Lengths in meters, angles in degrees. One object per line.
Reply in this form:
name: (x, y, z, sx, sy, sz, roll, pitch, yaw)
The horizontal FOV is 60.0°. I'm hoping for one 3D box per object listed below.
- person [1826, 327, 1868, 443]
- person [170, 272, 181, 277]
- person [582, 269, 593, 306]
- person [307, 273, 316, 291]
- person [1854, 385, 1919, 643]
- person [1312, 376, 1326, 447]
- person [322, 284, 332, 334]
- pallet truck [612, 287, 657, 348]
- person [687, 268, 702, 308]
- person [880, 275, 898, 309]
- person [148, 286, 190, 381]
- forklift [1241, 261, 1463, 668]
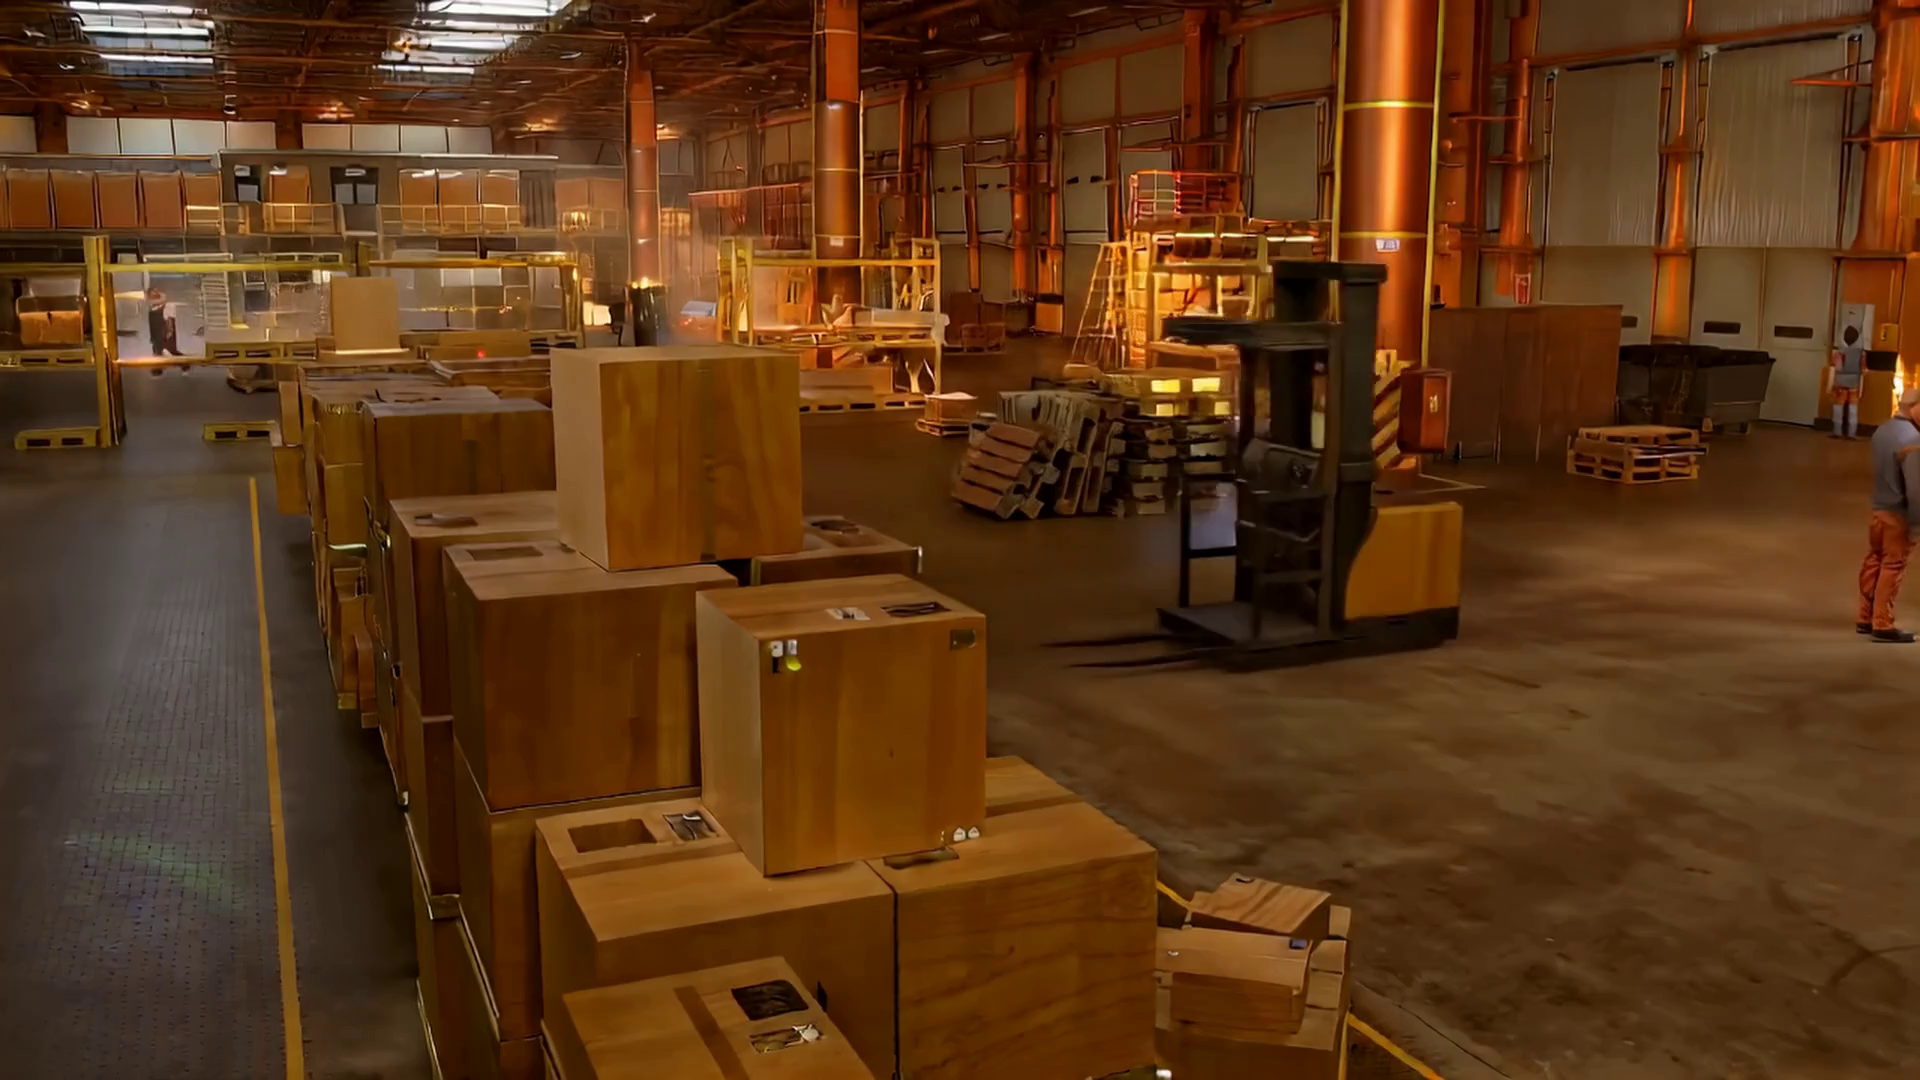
person: (13.058, -2.276, 24.494, 0.541, 1.696, 0.315, -1, 10, -5)
person: (-24.684, -7.517, 52.678, 0.975, 1.964, 0.620, -6, 12, -32)
person: (-13.328, -8.703, 59.352, 0.585, 1.910, 0.390, 8, 13, 38)
person: (-21.683, -7.984, 55.498, 0.780, 1.864, 0.573, -6, 12, -29)
person: (6.959, -0.191, 12.377, 0.368, 1.929, 0.637, 0, 10, 1)
person: (2.778, -0.328, 13.141, 0.625, 1.919, 0.599, -5, 11, -25)
person: (-16.325, -5.739, 43.073, 1.021, 1.889, 0.656, 3, 11, 18)
pallet truck: (-6.464, -4.406, 35.401, 0.823, 1.965, 1.885, 6, 12, 32)
person: (-10.556, -9.940, 66.408, 0.903, 1.802, 0.536, 8, 13, 38)
person: (-2.393, -8.084, 56.268, 0.639, 1.795, 0.976, -3, 11, -14)
person: (-16.841, -4.398, 35.242, 0.694, 2.000, 0.872, 3, 11, 14)
forklift: (2.648, -0.622, 12.115, 1.873, 2.768, 1.129, -4, 11, -23)
